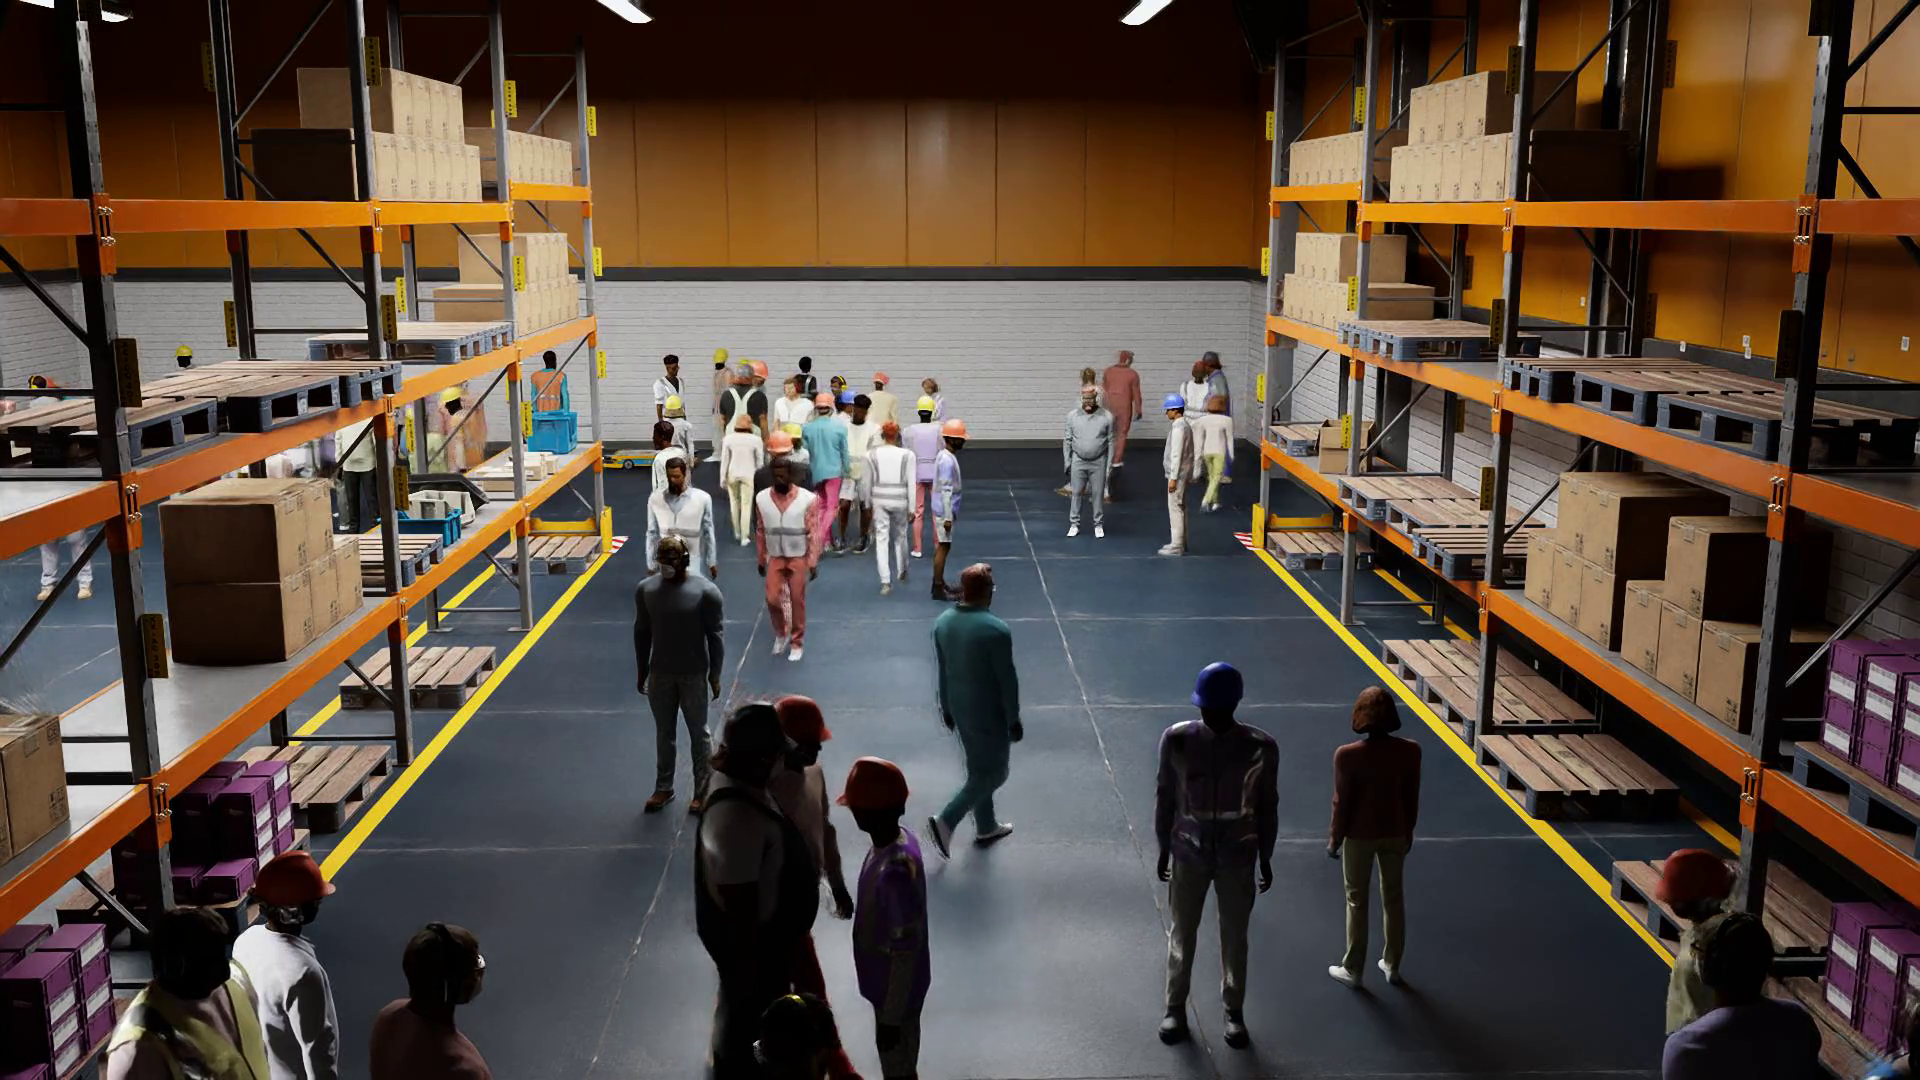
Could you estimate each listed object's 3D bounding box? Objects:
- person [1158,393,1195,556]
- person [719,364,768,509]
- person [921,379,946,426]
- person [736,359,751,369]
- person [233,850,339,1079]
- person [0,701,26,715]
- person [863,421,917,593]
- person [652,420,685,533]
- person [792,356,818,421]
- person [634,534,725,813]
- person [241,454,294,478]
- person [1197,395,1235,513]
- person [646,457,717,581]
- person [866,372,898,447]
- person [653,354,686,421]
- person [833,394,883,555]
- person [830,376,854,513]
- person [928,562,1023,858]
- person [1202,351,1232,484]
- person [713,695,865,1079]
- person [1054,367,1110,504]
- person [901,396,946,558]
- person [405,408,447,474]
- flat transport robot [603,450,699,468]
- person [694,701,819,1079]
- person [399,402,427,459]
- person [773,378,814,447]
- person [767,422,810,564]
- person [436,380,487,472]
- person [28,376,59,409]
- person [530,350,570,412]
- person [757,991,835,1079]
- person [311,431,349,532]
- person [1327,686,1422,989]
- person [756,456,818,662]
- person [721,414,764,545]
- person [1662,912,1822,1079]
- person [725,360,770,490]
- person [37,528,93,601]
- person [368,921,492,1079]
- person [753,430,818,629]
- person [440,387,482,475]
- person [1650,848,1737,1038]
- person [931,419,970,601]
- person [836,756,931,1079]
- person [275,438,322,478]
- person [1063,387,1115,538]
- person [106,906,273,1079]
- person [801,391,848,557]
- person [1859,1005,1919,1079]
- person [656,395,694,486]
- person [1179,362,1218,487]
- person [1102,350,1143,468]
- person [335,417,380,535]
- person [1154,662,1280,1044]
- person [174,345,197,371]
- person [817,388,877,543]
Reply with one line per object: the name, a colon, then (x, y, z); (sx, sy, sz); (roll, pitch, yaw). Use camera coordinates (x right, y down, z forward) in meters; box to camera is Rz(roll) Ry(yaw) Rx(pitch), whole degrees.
person: (2.584, -0.778, 19.816); (0.420, 1.932, 0.621); (3, 12, 14)
person: (-2.953, -1.468, 22.991); (0.698, 2.000, 1.030); (2, 11, 8)
person: (-0.441, -1.569, 24.599); (0.531, 1.604, 0.789); (8, 14, 34)
person: (-3.410, -2.032, 26.599); (0.323, 1.737, 0.484); (-2, 11, -10)
person: (-2.485, 2.009, 6.278); (0.571, 1.749, 0.343); (10, 15, 42)
person: (-7.321, 0.869, 12.349); (0.521, 1.618, 0.709); (10, 15, 42)
person: (-0.762, -0.389, 18.140); (0.589, 1.825, 1.000); (0, 11, 2)
person: (-3.050, -0.301, 17.451); (0.387, 1.919, 0.594); (2, 11, 8)
person: (-2.549, -2.180, 27.428); (0.540, 1.695, 0.317); (8, 14, 35)
person: (-1.913, 0.907, 11.338); (0.633, 1.938, 0.356); (3, 12, 13)
person: (-7.184, -0.241, 17.368); (0.393, 1.836, 0.581); (9, 14, 38)
person: (3.445, -1.168, 22.583); (0.503, 1.612, 0.745); (8, 14, 33)
person: (-2.530, 0.197, 14.982); (0.632, 1.900, 0.555); (2, 11, 9)
person: (-1.228, -1.613, 24.525); (0.603, 1.720, 0.487); (-3, 12, -15)
person: (-4.284, -1.787, 24.782); (0.367, 1.966, 0.603); (7, 13, 31)
person: (-1.228, -0.750, 19.670); (0.633, 1.928, 0.736); (1, 11, 4)
person: (-1.625, -1.298, 22.576); (0.534, 1.868, 0.309); (7, 13, 32)
person: (0.085, 1.081, 10.585); (0.751, 1.885, 0.649); (-9, 14, -38)
person: (3.804, -1.865, 24.983); (0.555, 2.000, 0.731); (1, 11, 6)
person: (-0.751, 1.646, 7.652); (1.044, 1.930, 0.622); (4, 12, 19)
person: (1.703, -1.467, 23.327); (0.962, 1.892, 0.652); (5, 12, 23)
person: (-0.399, -0.740, 19.626); (0.585, 1.929, 0.371); (0, 11, -1)
person: (-6.410, -0.731, 20.096); (0.607, 1.735, 0.362); (3, 12, 17)
flat transport robot: (-4.943, -1.307, 26.639); (1.431, 0.197, 0.652); (0, 11, -2)
person: (-0.884, 1.667, 7.273); (0.539, 2.000, 0.680); (-3, 12, -14)
person: (-8.211, -1.765, 24.854); (0.498, 1.886, 0.629); (0, 11, 1)
person: (-2.333, -1.346, 23.055); (0.606, 1.792, 0.909); (4, 12, 21)
person: (-1.969, -0.509, 18.997); (0.505, 1.720, 0.537); (-5, 12, -22)
person: (-6.703, -1.294, 22.471); (0.640, 1.904, 0.401); (-1, 11, -5)
person: (-12.450, -1.309, 22.643); (0.329, 1.865, 0.509); (2, 12, 11)
person: (-6.373, -1.989, 25.919); (0.596, 1.915, 0.373); (1, 11, 7)
person: (-0.456, 2.218, 4.951); (0.313, 1.866, 0.538); (-9, 14, -37)
person: (-8.034, -1.064, 21.258); (0.593, 1.922, 0.384); (1, 11, 4)
person: (2.182, 1.569, 8.790); (0.497, 1.632, 0.289); (-3, 12, -14)
person: (-1.566, 0.171, 15.158); (0.627, 1.897, 0.457); (1, 11, 7)
person: (-2.686, -0.765, 20.609); (0.521, 1.583, 0.758); (0, 11, 1)
person: (2.426, 2.111, 5.301); (0.633, 1.938, 0.356); (-6, 13, -28)
person: (-2.997, -1.542, 23.463); (0.773, 2.005, 0.618); (3, 12, 16)
person: (-9.482, -0.368, 17.478); (0.686, 2.000, 0.535); (-2, 11, -10)
person: (-1.641, 2.129, 5.255); (0.382, 1.928, 0.628); (-9, 15, -39)
person: (-1.749, -0.138, 16.506); (0.625, 1.968, 0.672); (-5, 12, -22)
person: (-6.267, -0.976, 20.917); (0.606, 1.878, 0.618); (1, 11, 4)
person: (2.870, 1.993, 6.508); (0.787, 1.691, 0.622); (11, 16, 43)
person: (-0.100, -0.319, 17.550); (0.420, 1.924, 0.561); (0, 11, 0)
person: (-0.306, 1.814, 6.802); (0.376, 1.934, 0.547); (-1, 11, -4)
person: (-8.244, -0.944, 20.753); (0.578, 1.901, 0.796); (-8, 14, -36)
person: (1.613, -0.970, 20.834); (0.651, 1.906, 0.403); (2, 11, 8)
person: (-2.528, 2.101, 5.617); (0.429, 1.837, 0.637); (2, 11, 8)
person: (-1.604, -0.774, 19.743); (0.623, 1.964, 0.890); (4, 12, 18)
person: (2.887, 2.215, 5.096); (0.646, 1.817, 0.441); (-4, 12, -21)
person: (-3.638, -0.983, 21.303); (0.489, 1.746, 0.286); (0, 11, 0)
person: (3.480, -1.707, 24.692); (0.590, 1.828, 1.004); (6, 13, 29)
person: (2.610, -2.094, 26.572); (0.709, 1.868, 0.665); (9, 14, 37)
person: (-7.315, -0.892, 20.243); (0.611, 1.985, 0.393); (2, 11, 8)
person: (1.259, 1.530, 8.201); (0.605, 1.944, 0.403); (2, 11, 10)
person: (-12.408, -2.177, 26.833); (0.382, 1.928, 0.587); (-4, 12, -19)
person: (-1.432, -0.937, 20.638); (0.908, 1.921, 0.606); (10, 15, 40)
